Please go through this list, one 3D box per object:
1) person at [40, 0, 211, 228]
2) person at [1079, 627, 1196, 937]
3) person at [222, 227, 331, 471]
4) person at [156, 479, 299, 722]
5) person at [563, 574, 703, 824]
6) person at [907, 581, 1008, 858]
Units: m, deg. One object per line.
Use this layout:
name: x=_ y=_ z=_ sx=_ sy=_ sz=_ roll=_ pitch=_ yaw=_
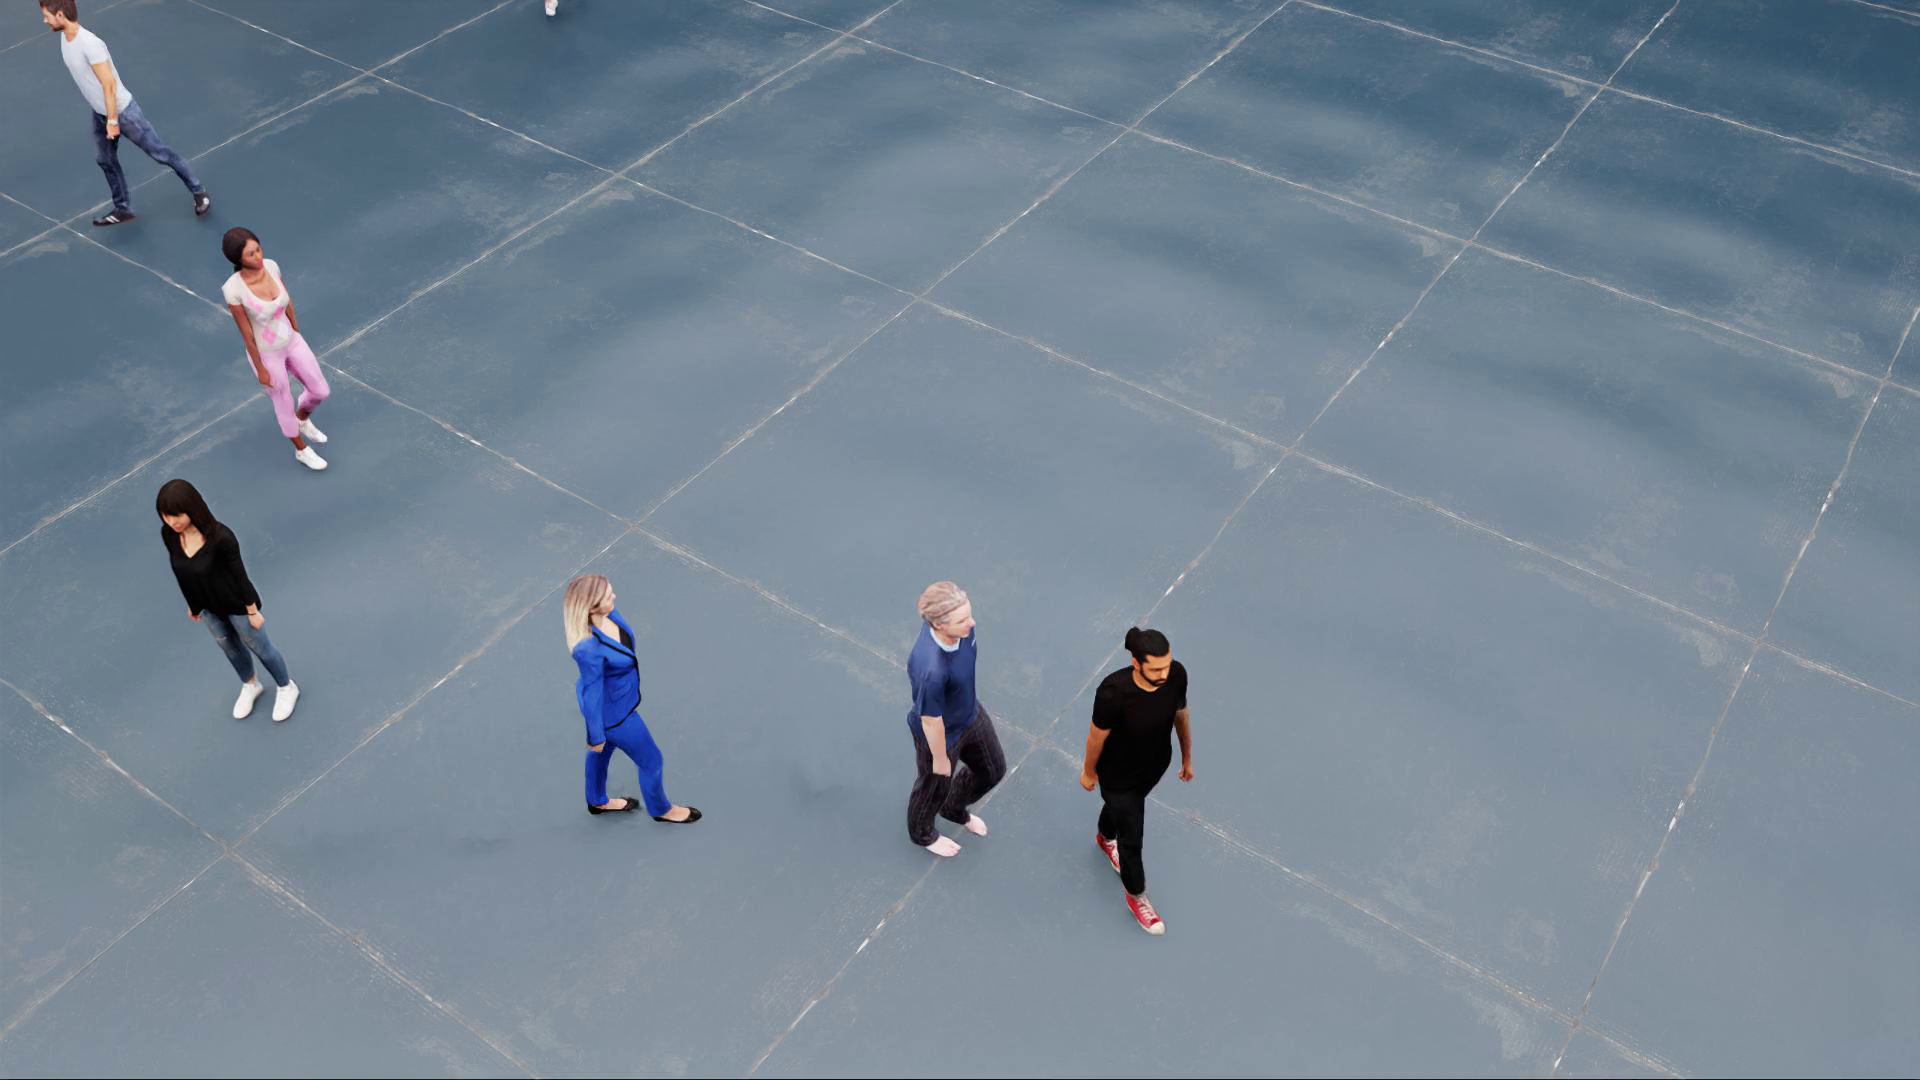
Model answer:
person: x=-6.161 y=-3.185 z=12.288 sx=0.936 sy=1.828 sz=0.784 roll=20 pitch=46 yaw=20
person: x=0.772 y=0.995 z=7.878 sx=0.870 sy=1.738 sz=1.030 roll=-23 pitch=48 yaw=-23
person: x=-4.260 y=-1.173 z=10.204 sx=0.648 sy=1.733 sz=0.601 roll=22 pitch=47 yaw=22
person: x=-3.850 y=0.297 z=8.694 sx=0.576 sy=1.645 sz=0.685 roll=7 pitch=44 yaw=8
person: x=-1.813 y=0.822 z=8.105 sx=0.964 sy=1.681 sz=0.902 roll=-6 pitch=43 yaw=-7
person: x=-0.153 y=0.851 z=7.948 sx=0.772 sy=1.853 sz=0.753 roll=16 pitch=45 yaw=16
